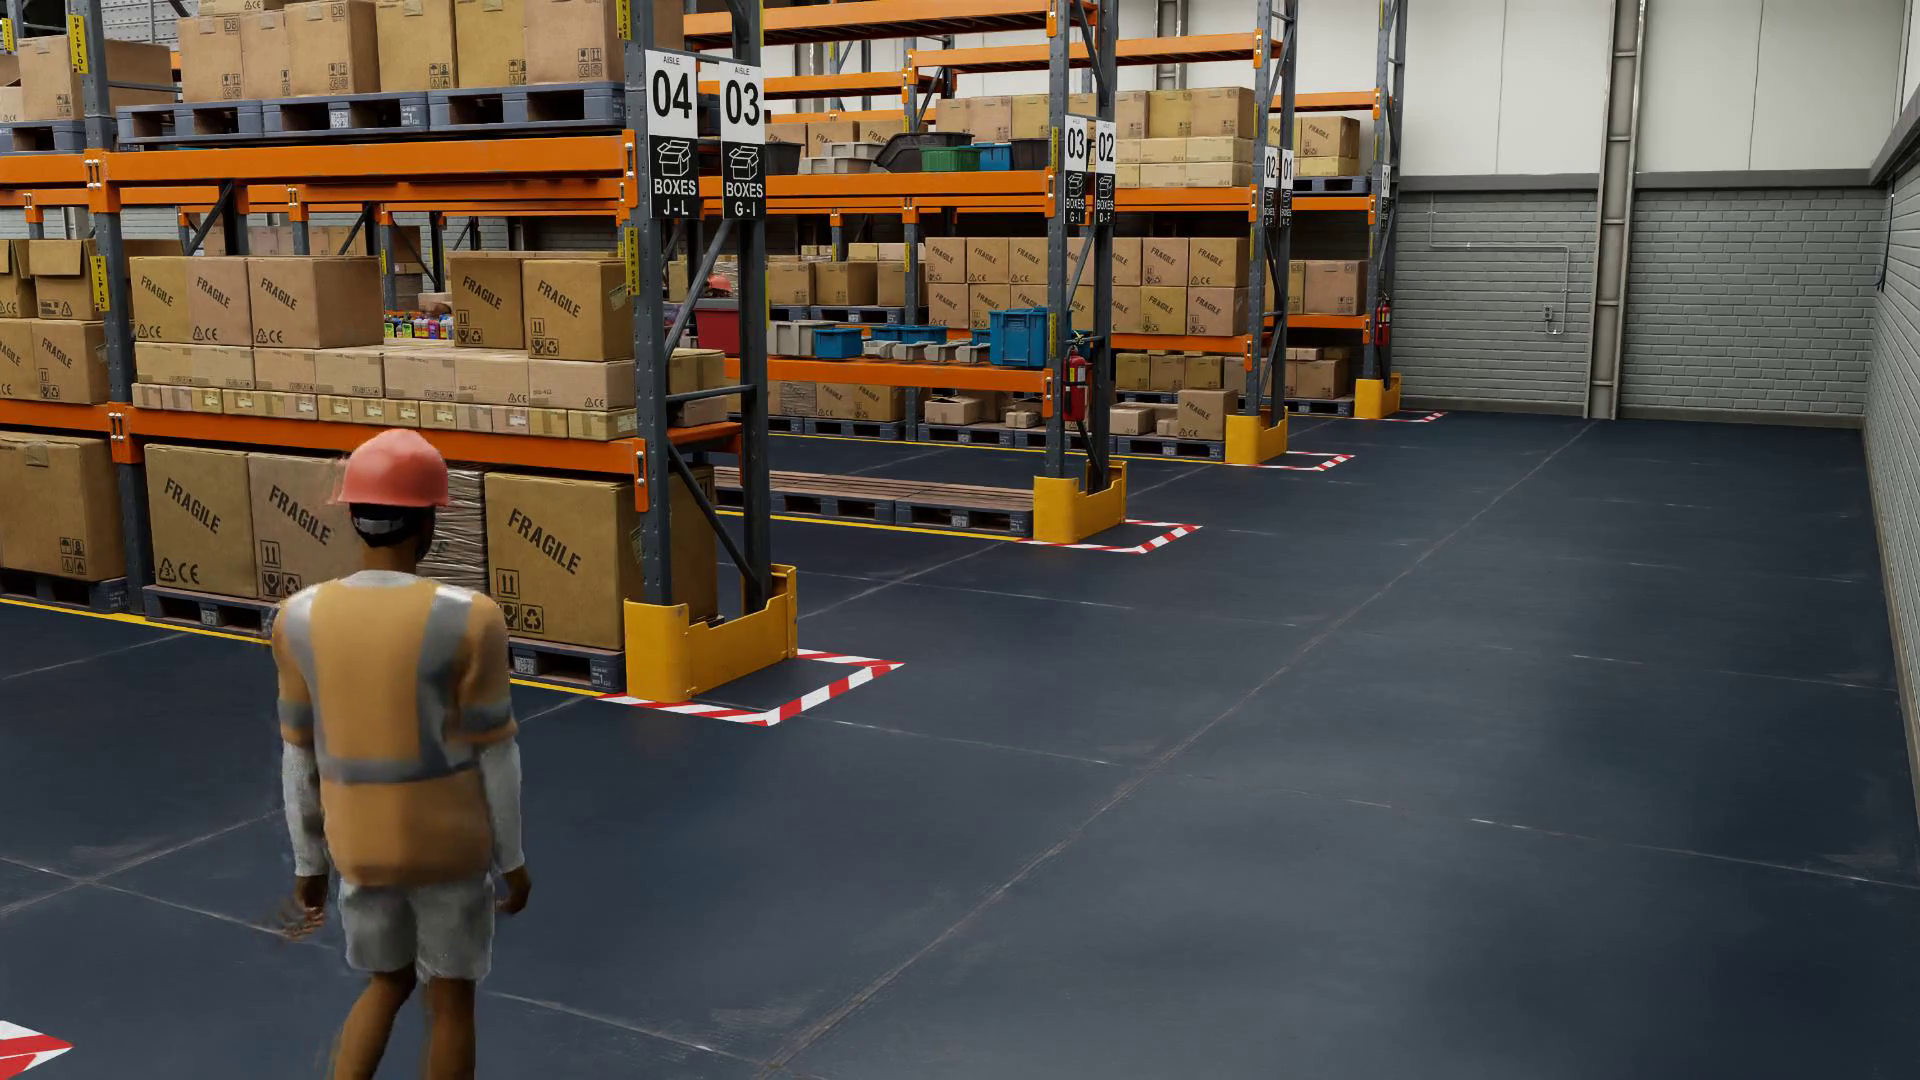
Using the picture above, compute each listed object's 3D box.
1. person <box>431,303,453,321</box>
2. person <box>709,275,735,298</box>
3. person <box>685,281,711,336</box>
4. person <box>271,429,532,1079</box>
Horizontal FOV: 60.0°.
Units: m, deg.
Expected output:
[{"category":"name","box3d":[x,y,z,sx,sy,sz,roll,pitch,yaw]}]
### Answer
[{"category":"person","box3d":[-5.619,-1.794,18.308,0.787,1.596,0.532,6,12,31]},{"category":"person","box3d":[-2.787,-2.016,18.713,0.524,1.903,0.575,3,11,18]},{"category":"person","box3d":[-2.864,-1.969,18.549,0.329,1.872,0.511,5,12,27]},{"category":"person","box3d":[-1.297,0.709,3.838,0.545,1.920,0.546,2,11,9]}]
